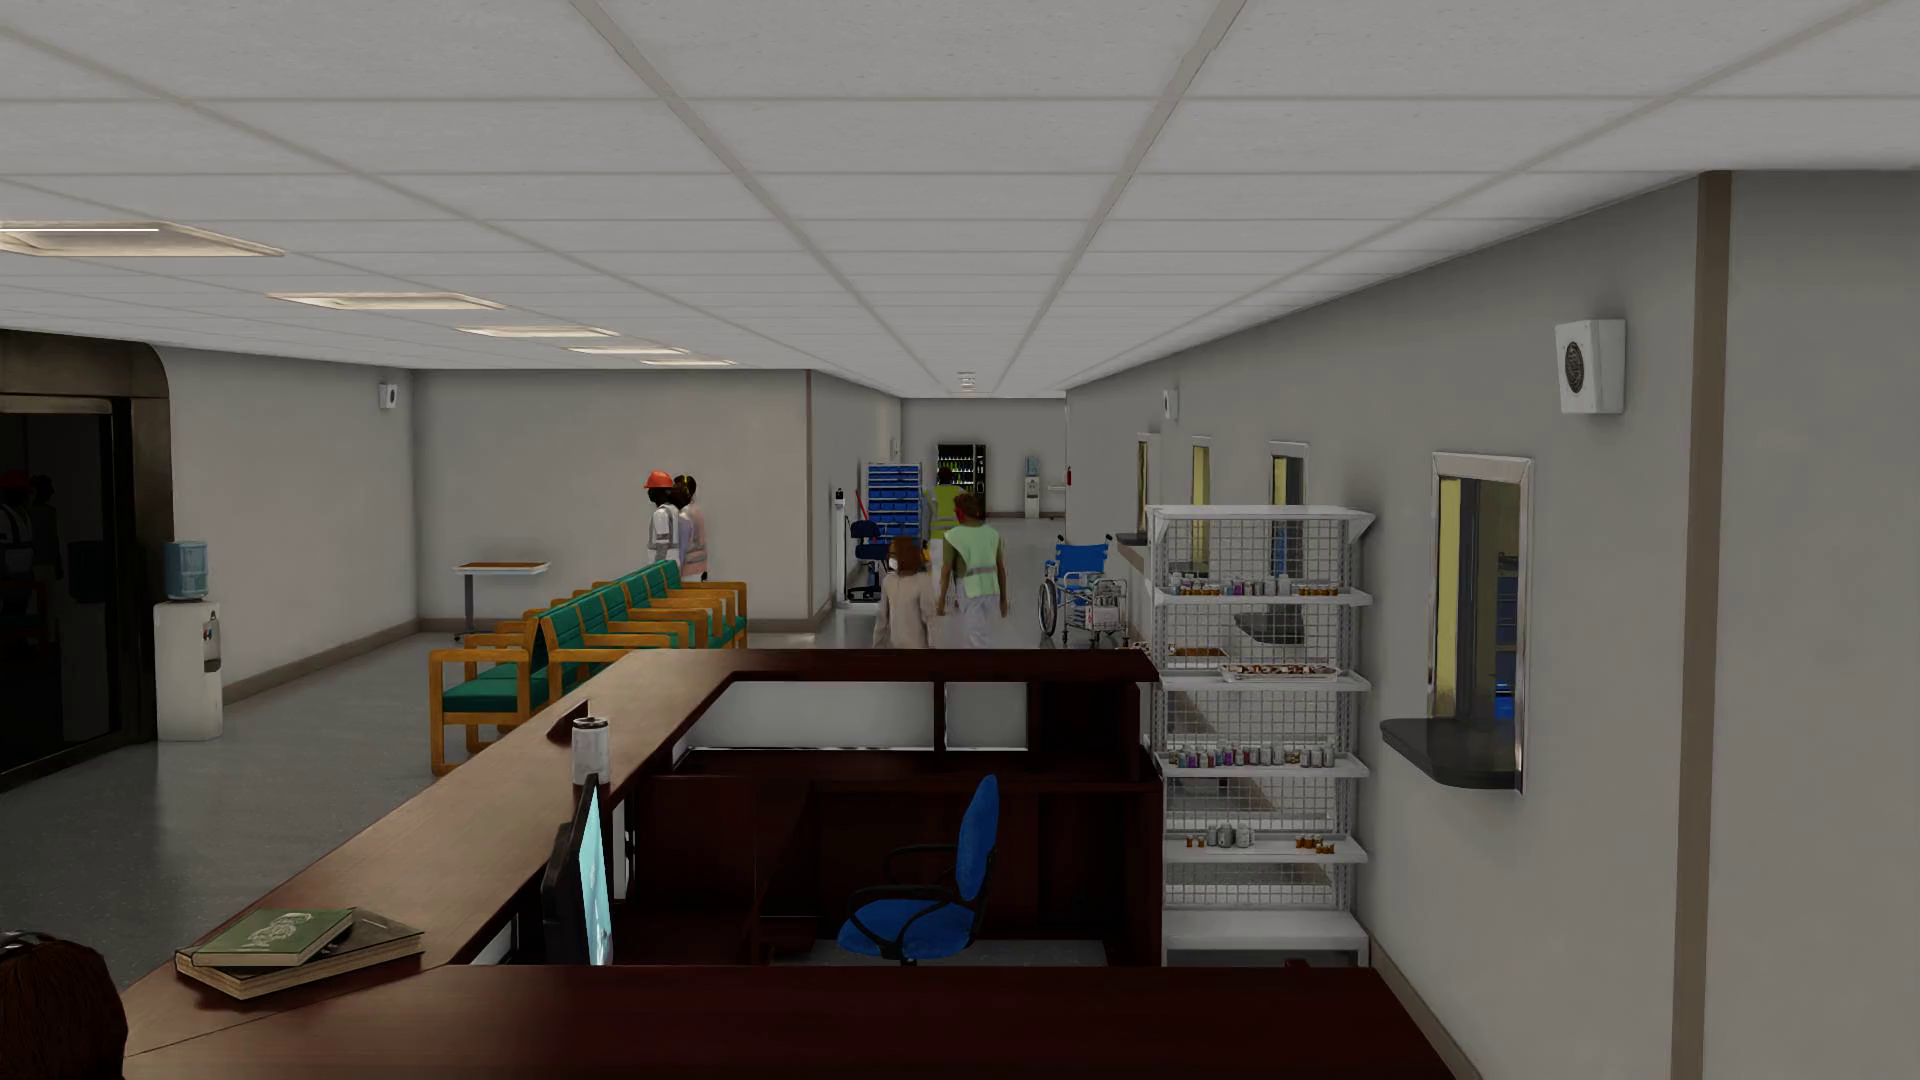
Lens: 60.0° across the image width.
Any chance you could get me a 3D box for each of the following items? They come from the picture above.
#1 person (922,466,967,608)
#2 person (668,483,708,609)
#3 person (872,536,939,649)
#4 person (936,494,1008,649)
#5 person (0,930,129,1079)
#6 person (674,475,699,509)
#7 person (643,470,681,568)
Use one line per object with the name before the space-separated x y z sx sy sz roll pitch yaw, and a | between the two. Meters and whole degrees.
person | -0.189 -0.037 21.578 0.634 1.841 0.429 -1 4 -11
person | -2.885 0.321 16.872 0.790 1.798 0.692 0 4 3
person | -0.434 0.780 11.768 0.773 1.598 0.521 -4 6 -43
person | 0.075 0.499 14.379 0.562 1.786 0.972 -3 5 -38
person | -1.061 1.366 1.965 0.429 1.841 0.626 1 4 19
person | -2.822 0.263 17.183 0.313 1.869 0.538 -1 4 -14
person | -2.963 0.277 16.503 0.360 1.939 0.543 0 4 3
